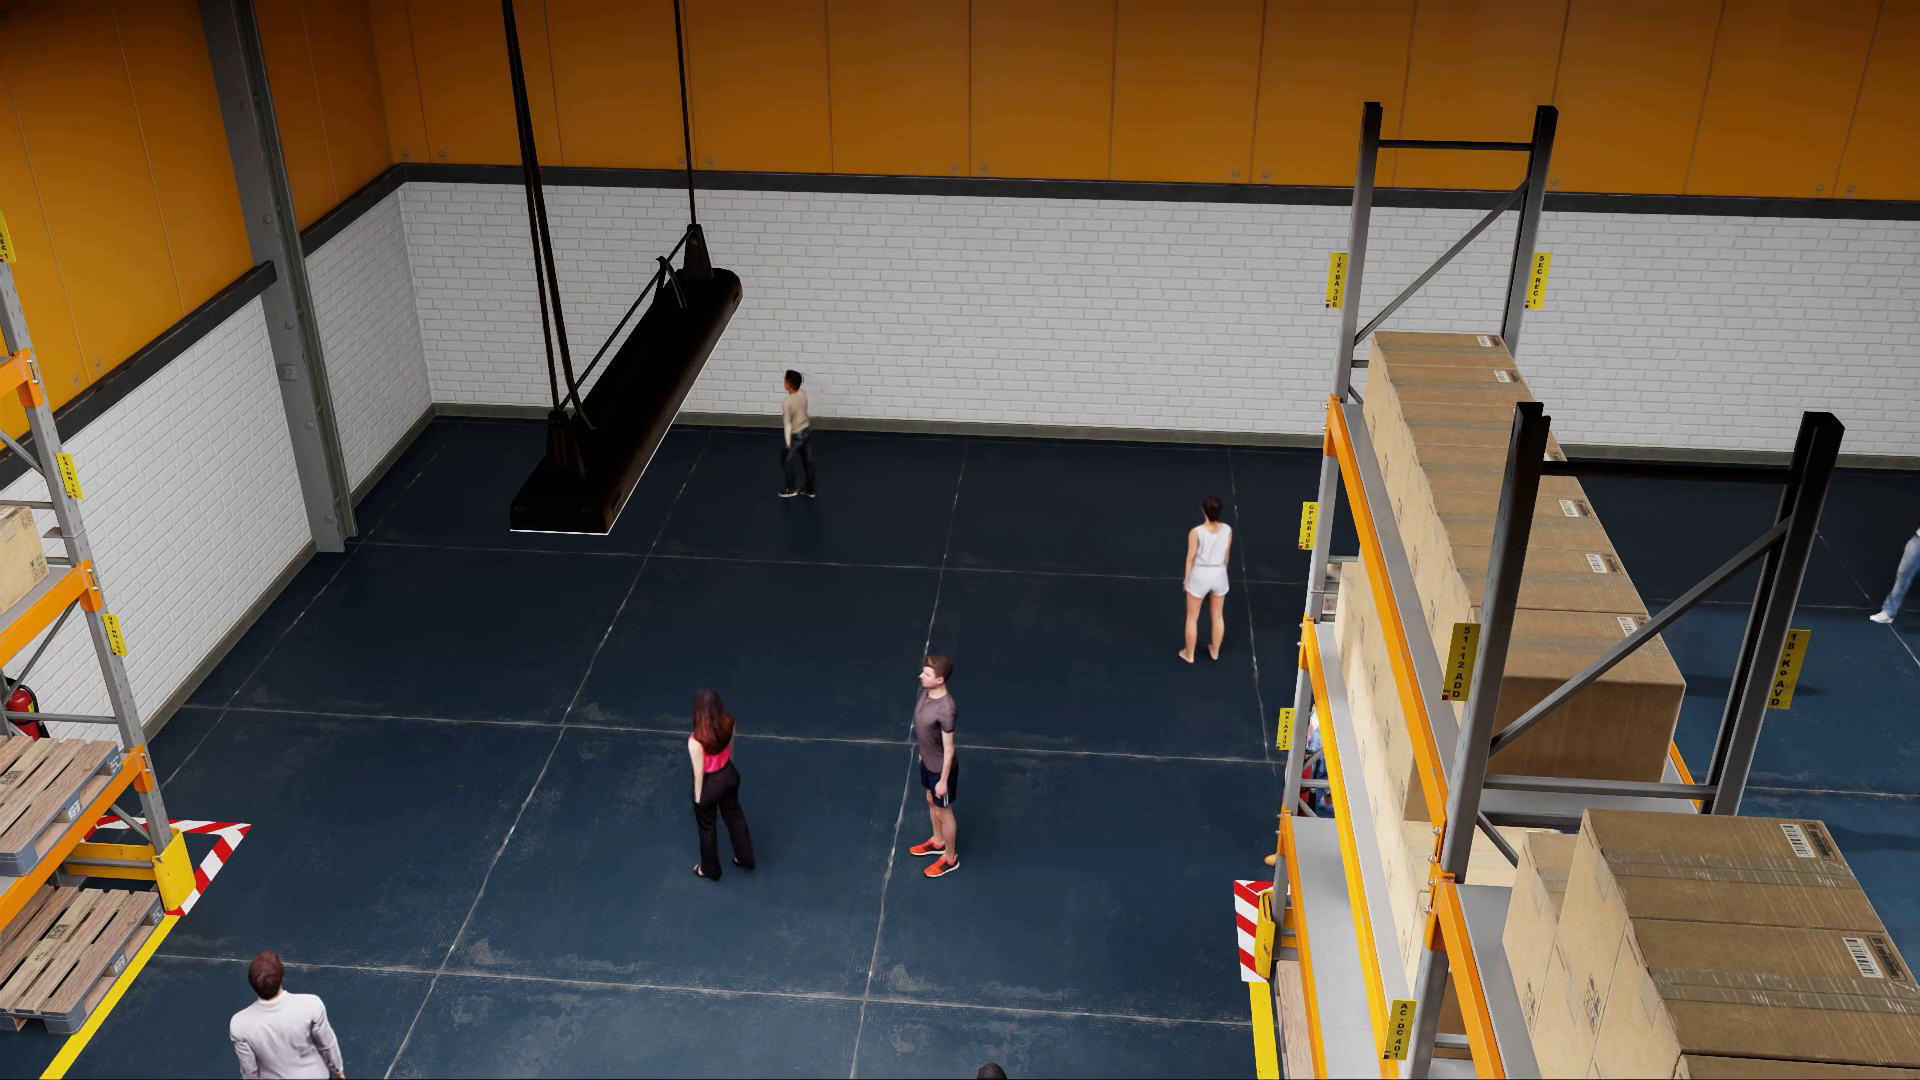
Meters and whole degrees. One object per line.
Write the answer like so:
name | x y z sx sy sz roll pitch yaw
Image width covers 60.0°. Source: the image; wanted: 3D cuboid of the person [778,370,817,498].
person | -1.663 -1.094 17.638 0.736 1.452 0.661 22 36 35

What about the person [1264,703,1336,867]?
person | 2.714 1.735 12.211 0.797 1.682 1.025 -2 29 -3

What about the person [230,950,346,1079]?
person | -3.815 3.104 9.525 0.763 1.852 0.752 -12 31 -21

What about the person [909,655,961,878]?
person | -0.157 1.635 12.217 0.788 1.854 0.644 -10 30 -18

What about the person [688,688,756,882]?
person | -1.769 1.780 12.151 0.774 1.661 0.706 20 34 32

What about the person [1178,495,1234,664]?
person | 2.210 0.353 14.833 0.662 1.598 0.662 -7 29 -13
